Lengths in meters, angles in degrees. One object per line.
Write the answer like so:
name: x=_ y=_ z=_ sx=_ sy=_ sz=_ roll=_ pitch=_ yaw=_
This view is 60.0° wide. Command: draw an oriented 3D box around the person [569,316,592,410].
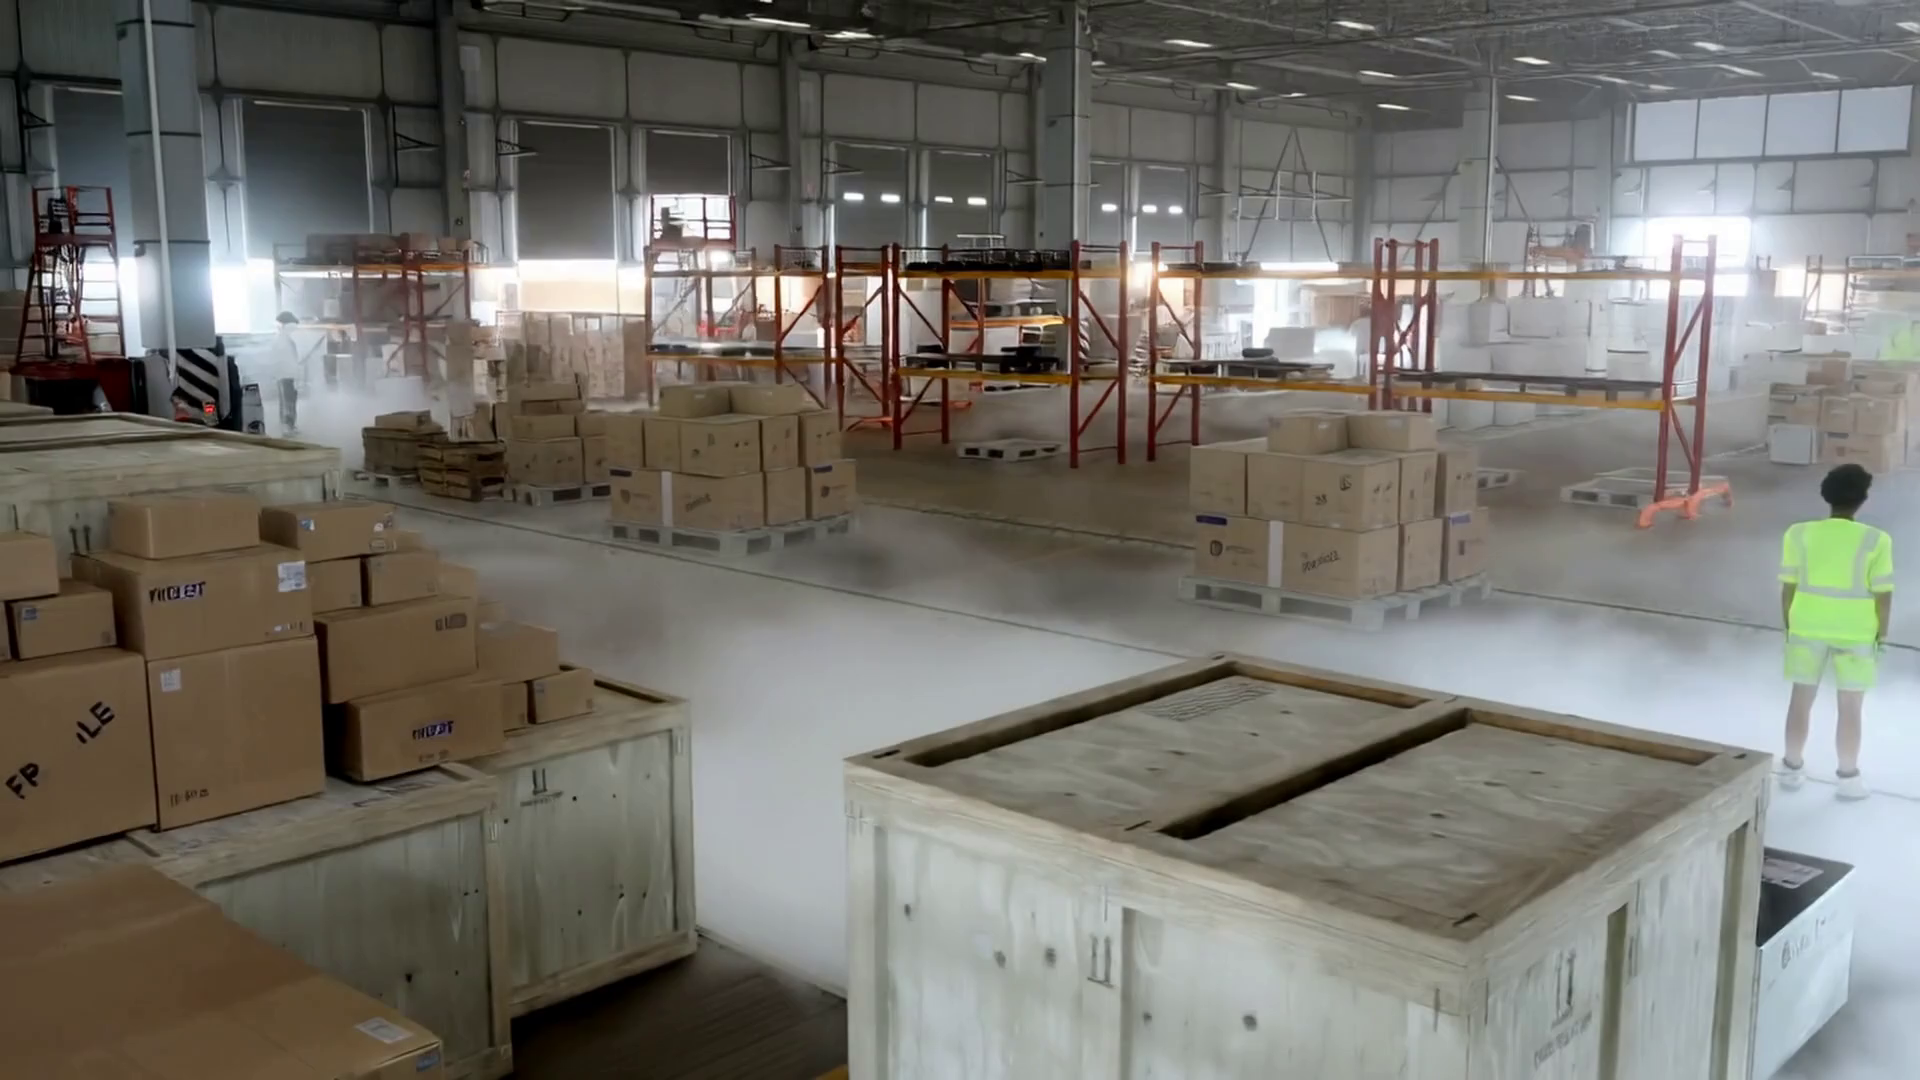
person: x=-6.320 y=-2.801 z=27.809 sx=0.520 sy=1.871 sz=0.326 roll=9 pitch=13 yaw=43

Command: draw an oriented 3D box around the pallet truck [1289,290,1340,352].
pallet truck: x=11.297 y=-6.951 z=52.861 sx=1.885 sy=1.965 sz=0.823 roll=-5 pitch=11 yaw=-29

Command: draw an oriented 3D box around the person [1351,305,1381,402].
person: x=8.083 y=-3.698 z=33.096 sx=0.631 sy=1.939 sz=0.370 roll=9 pitch=13 yaw=43

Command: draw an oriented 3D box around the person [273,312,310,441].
person: x=-10.383 y=-2.522 z=25.706 sx=0.614 sy=1.997 sz=0.374 roll=9 pitch=13 yaw=43

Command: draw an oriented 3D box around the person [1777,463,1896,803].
person: x=4.376 y=0.462 z=8.331 sx=0.537 sy=1.696 sz=0.318 roll=9 pitch=13 yaw=43

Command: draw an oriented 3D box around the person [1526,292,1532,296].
person: x=18.734 y=-7.293 z=55.286 sx=0.570 sy=1.889 sz=0.554 roll=0 pitch=9 yaw=2

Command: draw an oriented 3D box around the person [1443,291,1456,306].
person: x=16.036 y=-7.138 z=54.193 sx=0.631 sy=1.939 sz=0.370 roll=9 pitch=13 yaw=43

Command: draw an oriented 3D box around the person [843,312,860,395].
person: x=-2.269 y=-3.920 z=35.055 sx=0.488 sy=1.744 sz=0.295 roll=9 pitch=13 yaw=43

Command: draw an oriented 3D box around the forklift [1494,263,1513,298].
forklift: x=15.050 y=-6.322 z=46.308 sx=1.873 sy=2.768 sz=1.129 roll=3 pitch=10 yaw=16

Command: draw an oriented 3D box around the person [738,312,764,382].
person: x=-3.995 y=-3.461 z=31.967 sx=0.534 sy=1.827 sz=0.450 roll=8 pitch=12 yaw=40

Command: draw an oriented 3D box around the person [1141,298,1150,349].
person: x=5.294 y=-5.826 z=46.411 sx=0.388 sy=1.854 sz=0.784 roll=8 pitch=12 yaw=40

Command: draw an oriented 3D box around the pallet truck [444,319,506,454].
pallet truck: x=-6.981 y=-1.942 z=22.150 sx=1.885 sy=1.965 sz=0.823 roll=1 pitch=9 yaw=9

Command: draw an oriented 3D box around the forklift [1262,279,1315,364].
forklift: x=8.555 y=-6.090 z=44.881 sx=1.873 sy=2.768 sz=1.129 roll=9 pitch=13 yaw=43
